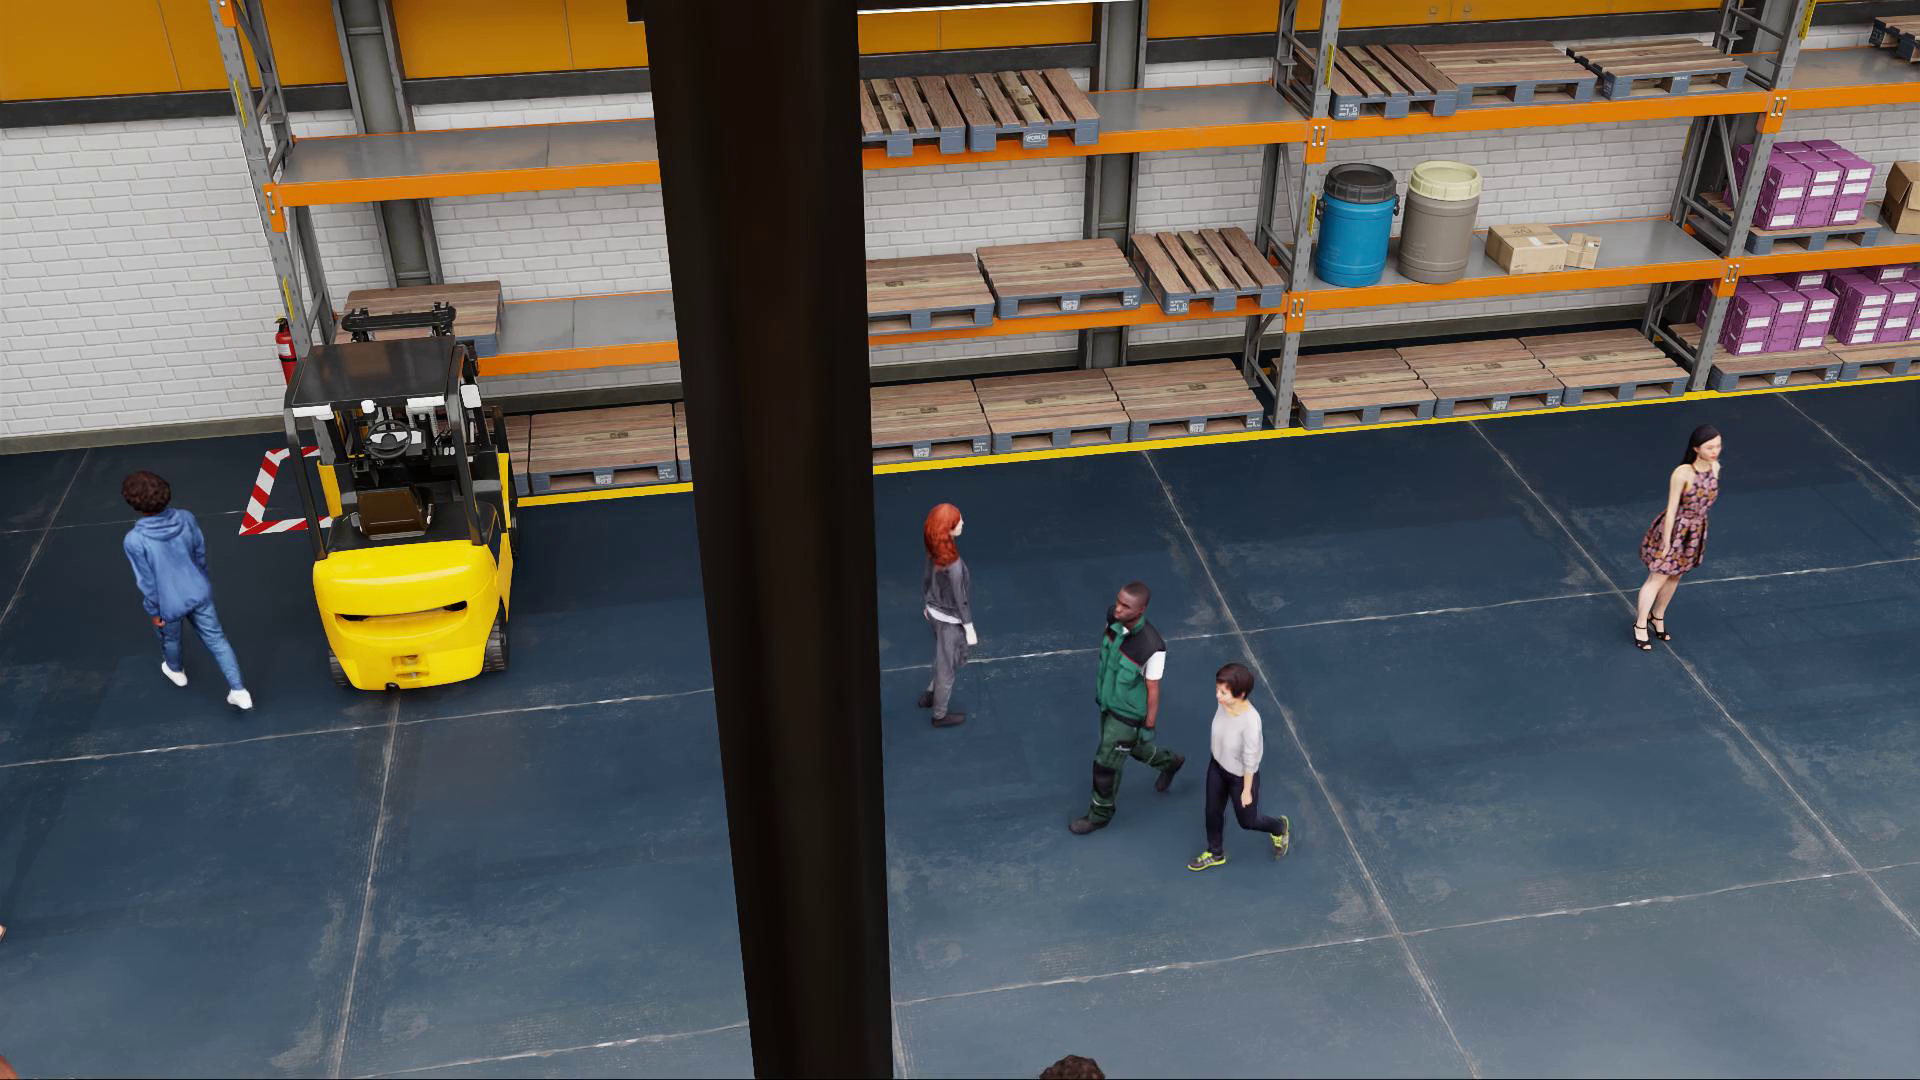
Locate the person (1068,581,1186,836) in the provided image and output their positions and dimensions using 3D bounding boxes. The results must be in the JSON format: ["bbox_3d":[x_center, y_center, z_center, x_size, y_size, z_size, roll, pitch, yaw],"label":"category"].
[{"bbox_3d":[1.060,0.983,10.096,1.163,1.819,0.868,-15,36,-21],"label":"person"}]

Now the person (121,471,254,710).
[{"bbox_3d":[-5.127,0.388,11.036,1.195,1.771,1.200,26,41,33],"label":"person"}]

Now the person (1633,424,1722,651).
[{"bbox_3d":[5.033,-0.017,11.641,0.721,1.775,0.818,-18,37,-24],"label":"person"}]

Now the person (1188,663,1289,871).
[{"bbox_3d":[1.692,1.341,9.825,0.934,1.525,0.714,-16,37,-22],"label":"person"}]

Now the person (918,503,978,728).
[{"bbox_3d":[-0.161,0.543,10.808,0.631,1.764,0.630,-12,35,-17],"label":"person"}]
